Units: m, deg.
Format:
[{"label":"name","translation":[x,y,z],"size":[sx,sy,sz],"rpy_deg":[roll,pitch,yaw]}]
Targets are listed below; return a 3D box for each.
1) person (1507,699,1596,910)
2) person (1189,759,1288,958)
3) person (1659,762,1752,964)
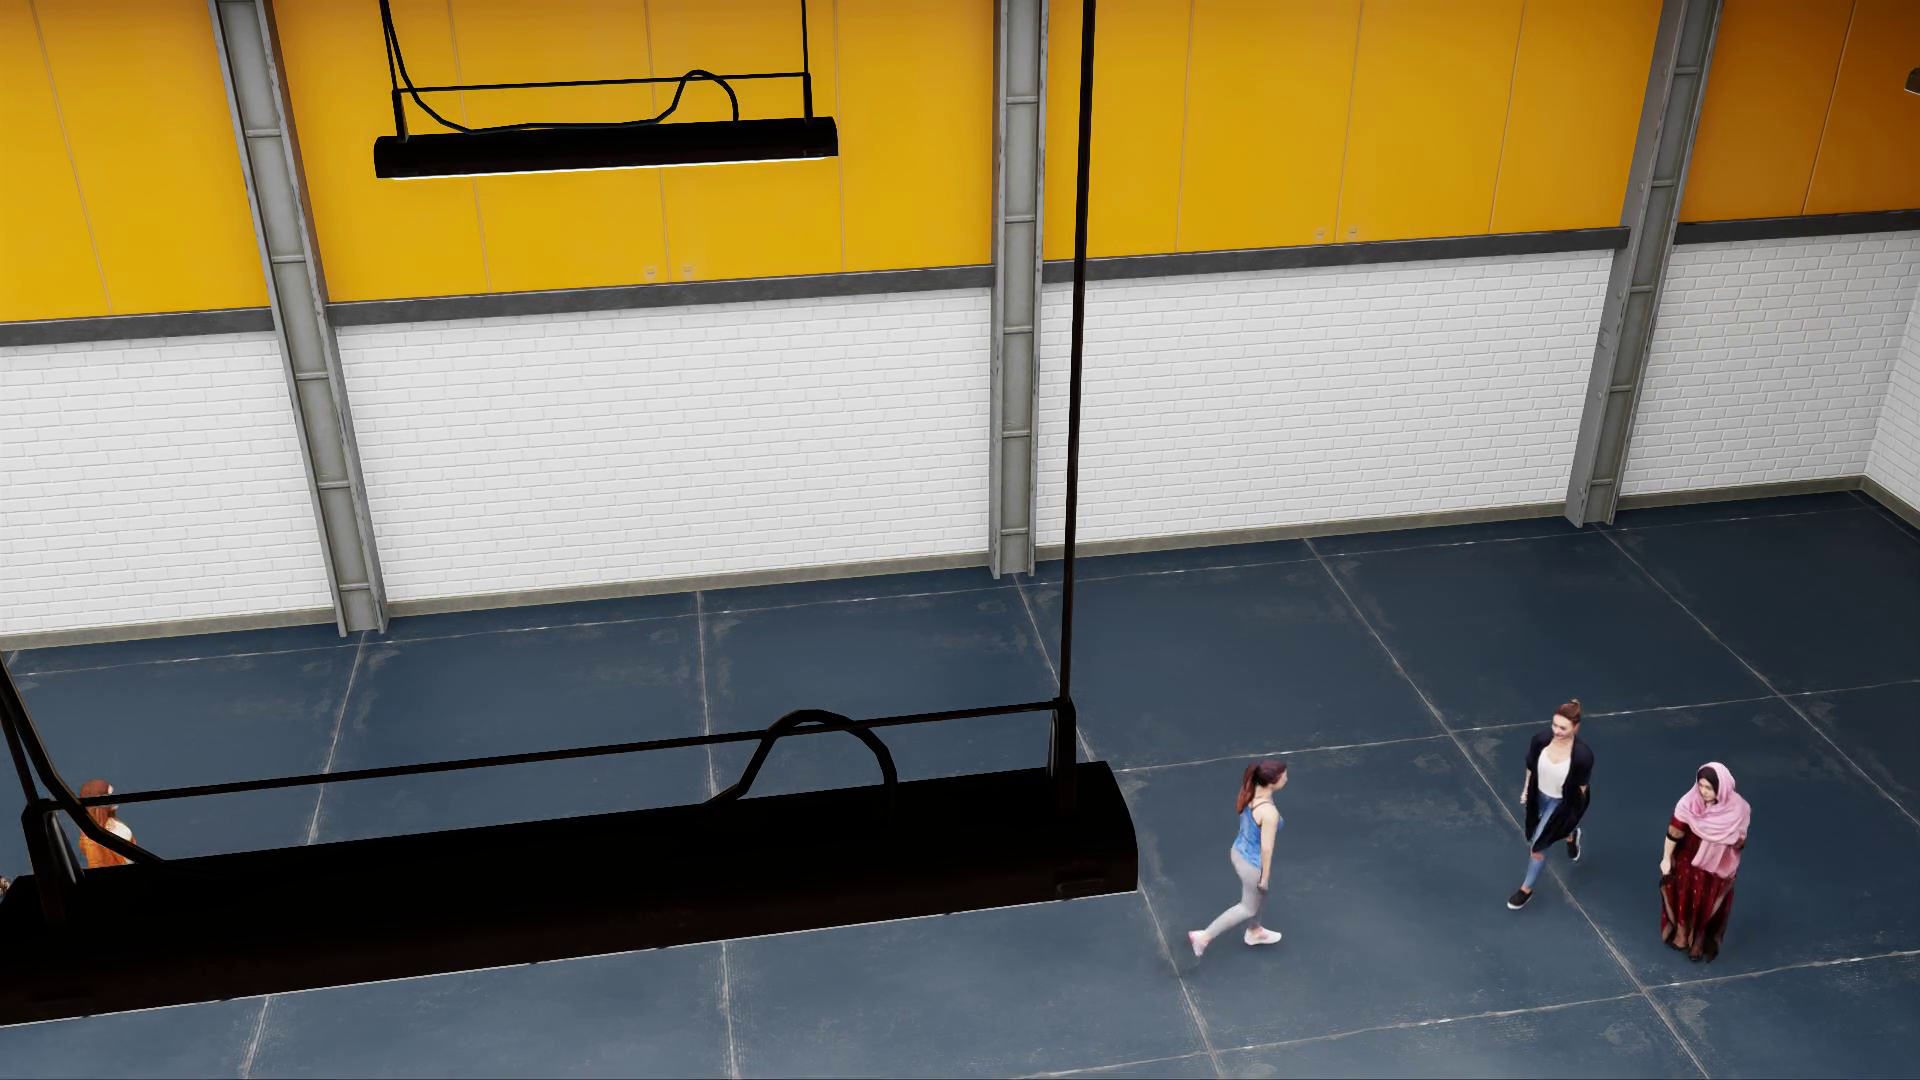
[{"label":"person","translation":[4.187,1.788,11.566],"size":[1.170,1.640,0.966],"rpy_deg":[-22,36,-35]},{"label":"person","translation":[1.860,2.138,10.984],"size":[0.956,1.584,0.620],"rpy_deg":[-7,29,-13]},{"label":"person","translation":[4.948,2.099,11.045],"size":[0.804,1.594,0.872],"rpy_deg":[7,29,13]}]
